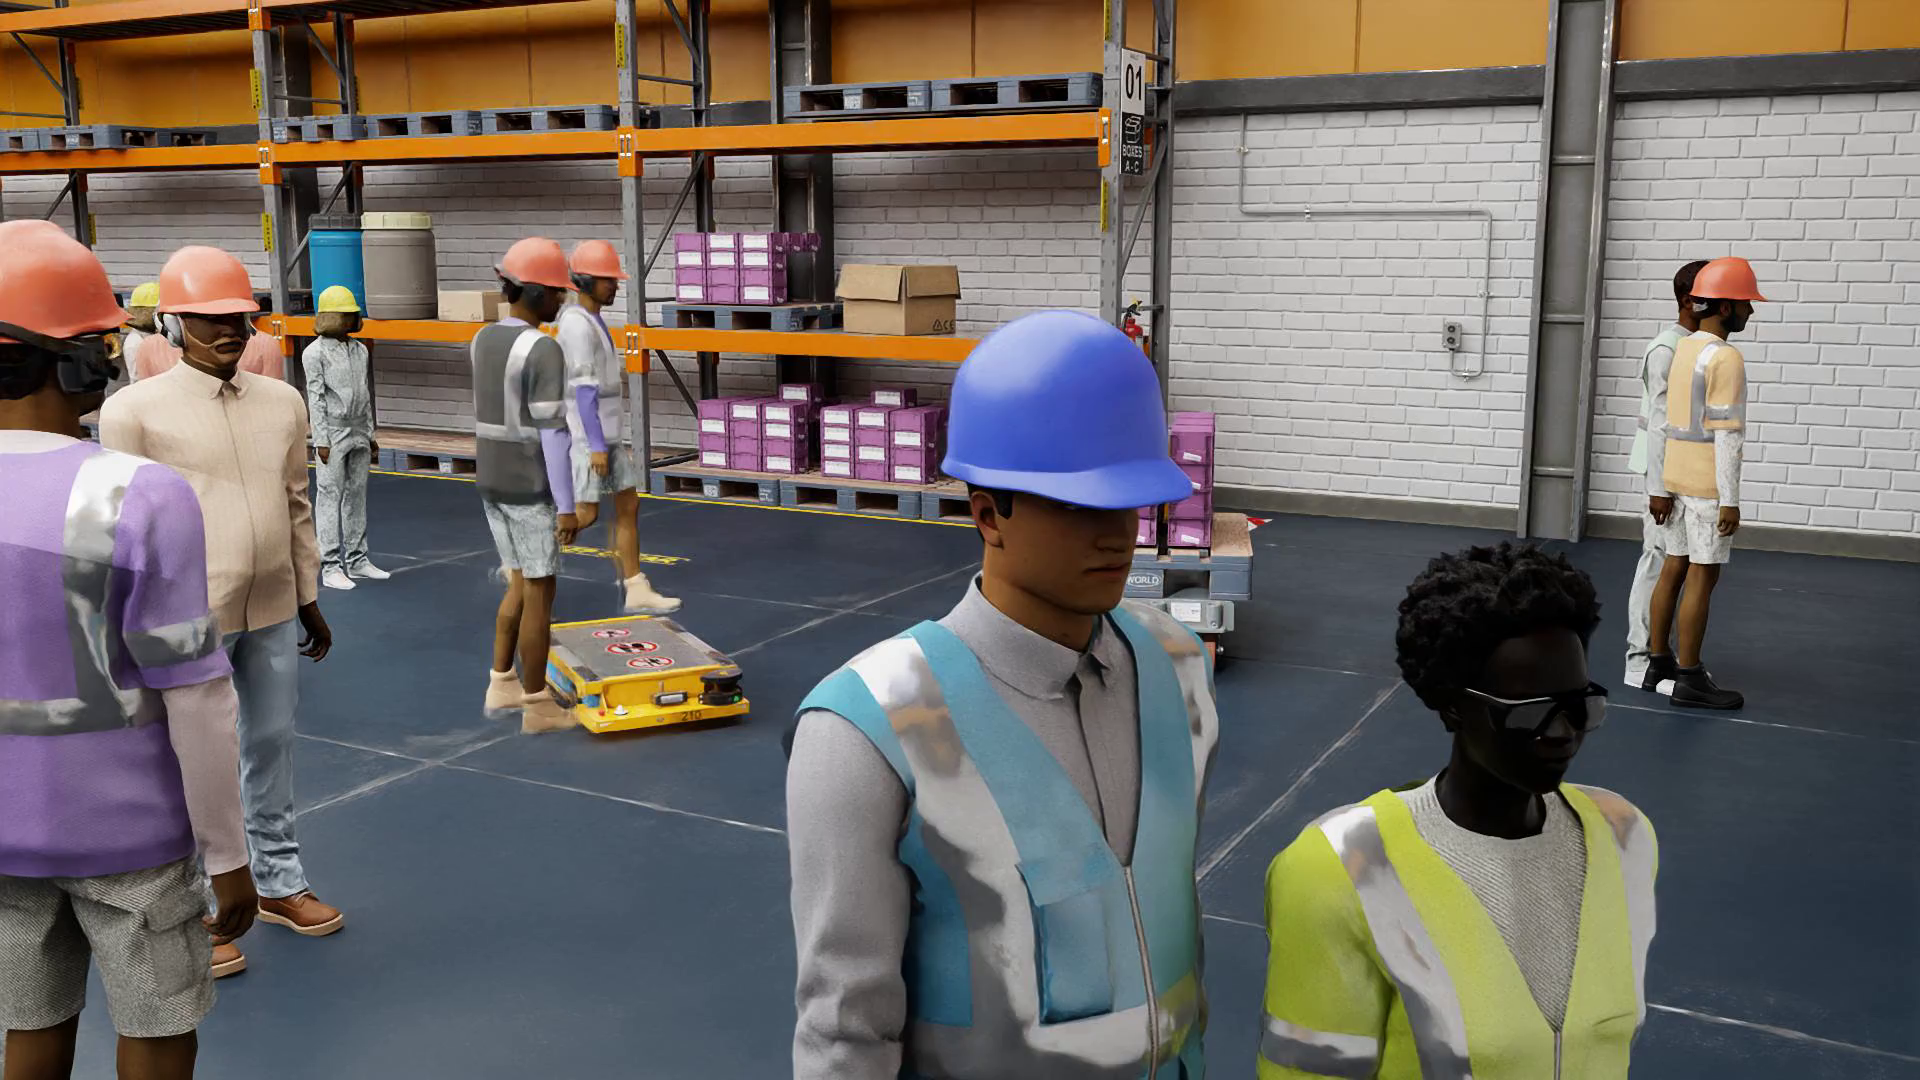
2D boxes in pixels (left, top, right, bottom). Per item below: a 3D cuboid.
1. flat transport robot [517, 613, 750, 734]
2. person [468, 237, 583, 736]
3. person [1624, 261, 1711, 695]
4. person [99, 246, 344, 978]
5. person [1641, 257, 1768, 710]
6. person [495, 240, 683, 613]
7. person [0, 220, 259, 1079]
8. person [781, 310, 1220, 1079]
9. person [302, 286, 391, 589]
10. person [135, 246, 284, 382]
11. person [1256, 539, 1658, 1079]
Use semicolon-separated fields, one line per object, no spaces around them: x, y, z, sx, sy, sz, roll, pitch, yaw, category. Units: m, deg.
-1.487;0.554;7.392;0.652;0.197;1.431;-5;12;-27;flat transport robot
-1.753;-0.209;6.818;0.428;2.029;0.615;-9;14;-42;person
3.206;-0.281;7.450;0.377;1.917;0.600;9;13;39;person
-2.042;0.192;4.645;0.382;1.995;0.612;6;12;31;person
3.227;-0.243;7.187;0.361;1.935;0.553;-1;10;-3;person
-1.995;-0.575;8.809;0.911;2.011;0.614;0;10;0;person
-1.504;0.489;2.874;0.608;2.048;0.365;2;10;10;person
0.084;0.718;1.888;0.618;1.945;0.395;-9;14;-42;person
-3.563;-0.596;9.659;0.294;1.744;0.487;4;11;19;person
-3.193;-0.262;7.166;0.619;1.983;0.405;-3;11;-17;person
0.579;0.834;1.942;0.529;1.697;0.321;-4;11;-22;person
